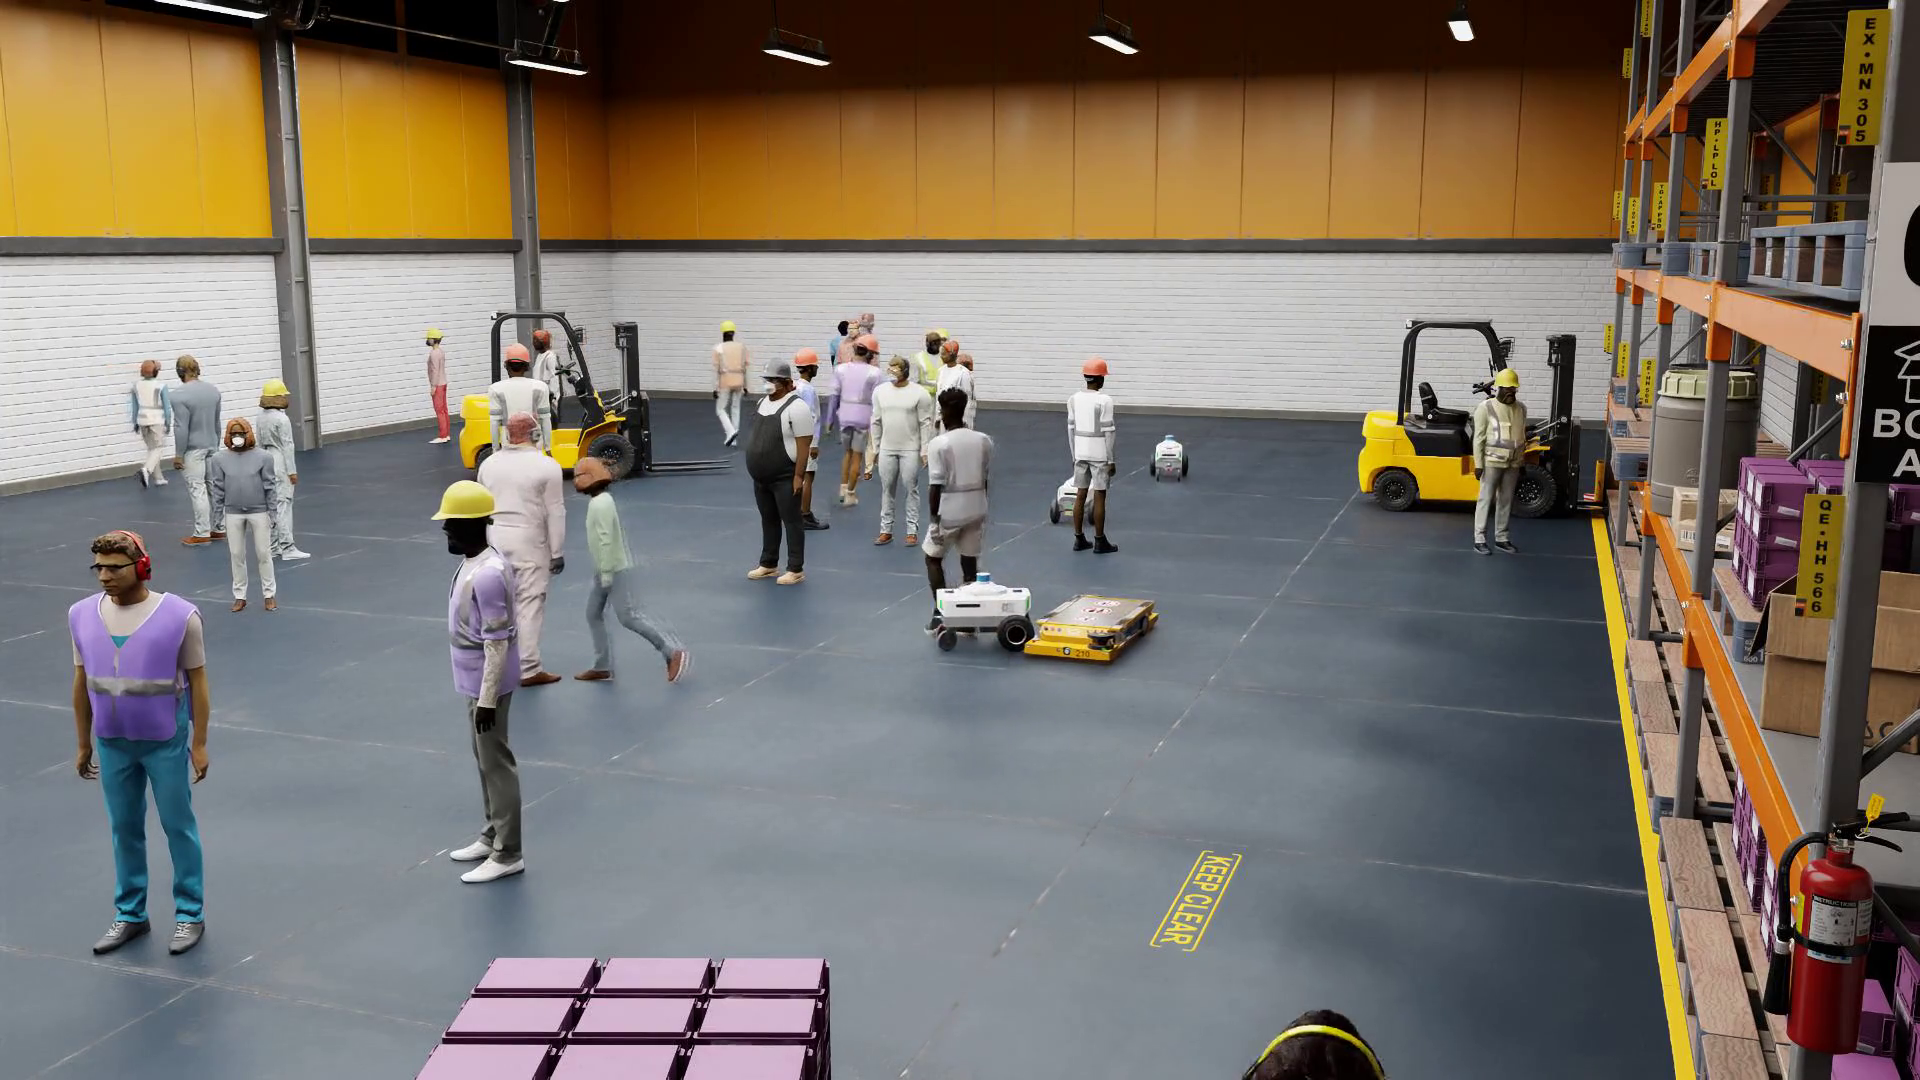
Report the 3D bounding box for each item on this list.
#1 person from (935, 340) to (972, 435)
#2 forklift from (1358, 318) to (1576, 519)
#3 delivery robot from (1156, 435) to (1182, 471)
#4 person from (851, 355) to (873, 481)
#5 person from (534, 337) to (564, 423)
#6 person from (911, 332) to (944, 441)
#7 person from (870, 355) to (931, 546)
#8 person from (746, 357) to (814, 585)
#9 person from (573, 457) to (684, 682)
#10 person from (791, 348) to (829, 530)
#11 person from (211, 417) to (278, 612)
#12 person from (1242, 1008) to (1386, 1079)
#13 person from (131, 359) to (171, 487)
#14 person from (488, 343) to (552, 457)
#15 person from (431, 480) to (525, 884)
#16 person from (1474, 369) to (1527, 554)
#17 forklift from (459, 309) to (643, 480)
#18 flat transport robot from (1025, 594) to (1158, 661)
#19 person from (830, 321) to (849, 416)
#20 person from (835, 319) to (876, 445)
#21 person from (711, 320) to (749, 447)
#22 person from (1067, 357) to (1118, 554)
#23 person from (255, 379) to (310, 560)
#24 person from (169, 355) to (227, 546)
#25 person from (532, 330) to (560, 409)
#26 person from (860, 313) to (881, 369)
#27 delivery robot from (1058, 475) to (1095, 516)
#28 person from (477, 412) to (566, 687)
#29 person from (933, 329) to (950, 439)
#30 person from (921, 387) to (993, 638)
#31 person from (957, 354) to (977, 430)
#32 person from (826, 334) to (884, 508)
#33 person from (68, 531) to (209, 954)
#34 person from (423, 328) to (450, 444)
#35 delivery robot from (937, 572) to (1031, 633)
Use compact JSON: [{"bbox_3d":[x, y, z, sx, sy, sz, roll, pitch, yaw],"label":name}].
[{"bbox_3d":[-0.099,-1.481,20.199,0.358,1.885,0.572,-8,13,-38],"label":"person"},{"bbox_3d":[5.787,-1.437,19.079,2.313,2.155,1.214,3,11,19],"label":"forklift"},{"bbox_3d":[2.721,-1.118,21.636,0.477,0.478,0.707,1,10,7],"label":"delivery robot"},{"bbox_3d":[-1.299,-1.579,21.454,0.499,1.634,0.279,8,13,39],"label":"person"},{"bbox_3d":[-5.829,-1.996,23.272,0.700,1.816,0.523,2,10,10],"label":"person"},{"bbox_3d":[-0.334,-1.958,23.057,0.662,1.819,0.738,-3,10,-15],"label":"person"},{"bbox_3d":[-0.601,-0.899,16.781,0.627,1.936,0.376,3,10,15],"label":"person"},{"bbox_3d":[-1.663,-0.623,14.930,0.685,2.000,0.538,9,14,42],"label":"person"},{"bbox_3d":[-2.318,0.208,11.508,0.720,1.595,0.527,-3,10,-16],"label":"person"},{"bbox_3d":[-1.625,-1.078,17.768,0.347,1.942,0.548,-4,11,-23],"label":"person"},{"bbox_3d":[-5.911,-0.210,13.775,0.501,1.625,0.282,-2,10,-13],"label":"person"},{"bbox_3d":[0.545,1.662,2.615,0.519,1.851,0.489,3,10,14],"label":"person"},{"bbox_3d":[-10.120,-1.446,20.768,0.517,1.616,0.670,1,10,7],"label":"person"},{"bbox_3d":[-4.431,-0.958,16.805,0.605,2.045,0.377,-3,10,-15],"label":"person"},{"bbox_3d":[-2.295,0.670,7.967,0.369,1.927,0.589,-4,11,-23],"label":"person"},{"bbox_3d":[5.322,-0.771,16.348,0.600,1.830,0.403,-4,11,-19],"label":"person"},{"bbox_3d":[-5.354,-1.902,21.697,2.313,2.155,1.214,-2,10,-13],"label":"forklift"},{"bbox_3d":[1.031,0.650,12.742,0.652,0.197,1.431,4,11,21],"label":"flat transport robot"},{"bbox_3d":[-2.041,-3.026,29.428,0.530,1.697,0.321,4,11,20],"label":"person"},{"bbox_3d":[-1.597,-2.386,25.236,0.642,1.908,0.407,3,11,17],"label":"person"},{"bbox_3d":[-3.433,-2.332,24.905,0.614,1.913,0.547,-6,11,-29],"label":"person"},{"bbox_3d":[1.318,-0.834,16.408,0.543,1.939,0.355,9,13,40],"label":"person"},{"bbox_3d":[-6.584,-0.681,16.088,0.483,1.745,0.306,7,12,34],"label":"person"},{"bbox_3d":[-7.707,-0.903,16.812,0.369,1.931,0.630,3,10,16],"label":"person"},{"bbox_3d":[-5.647,-1.927,22.722,0.357,1.881,0.574,-6,12,-29],"label":"person"},{"bbox_3d":[-1.512,-2.921,28.334,0.886,1.869,0.664,4,11,20],"label":"person"},{"bbox_3d":[1.298,-0.524,18.291,0.477,0.478,0.707,2,10,13],"label":"delivery robot"},{"bbox_3d":[-3.013,0.058,11.562,0.642,1.882,0.549,4,11,21],"label":"person"},{"bbox_3d":[-0.302,-2.302,25.216,0.644,1.762,1.009,6,12,31],"label":"person"},{"bbox_3d":[-0.049,-0.213,12.865,0.624,1.947,0.522,-6,12,-32],"label":"person"},{"bbox_3d":[0.062,-1.589,21.502,0.306,1.637,0.522,-1,10,-5],"label":"person"},{"bbox_3d":[-1.178,-1.378,19.274,0.662,2.006,0.581,4,11,22],"label":"person"},{"bbox_3d":[-3.496,0.857,7.139,0.568,1.843,0.374,0,10,2],"label":"person"},{"bbox_3d":[-8.019,-2.361,25.479,0.304,1.770,0.533,-1,10,-4],"label":"person"},{"bbox_3d":[0.174,0.490,12.581,0.707,0.478,0.477,0,10,-3],"label":"delivery robot"}]
